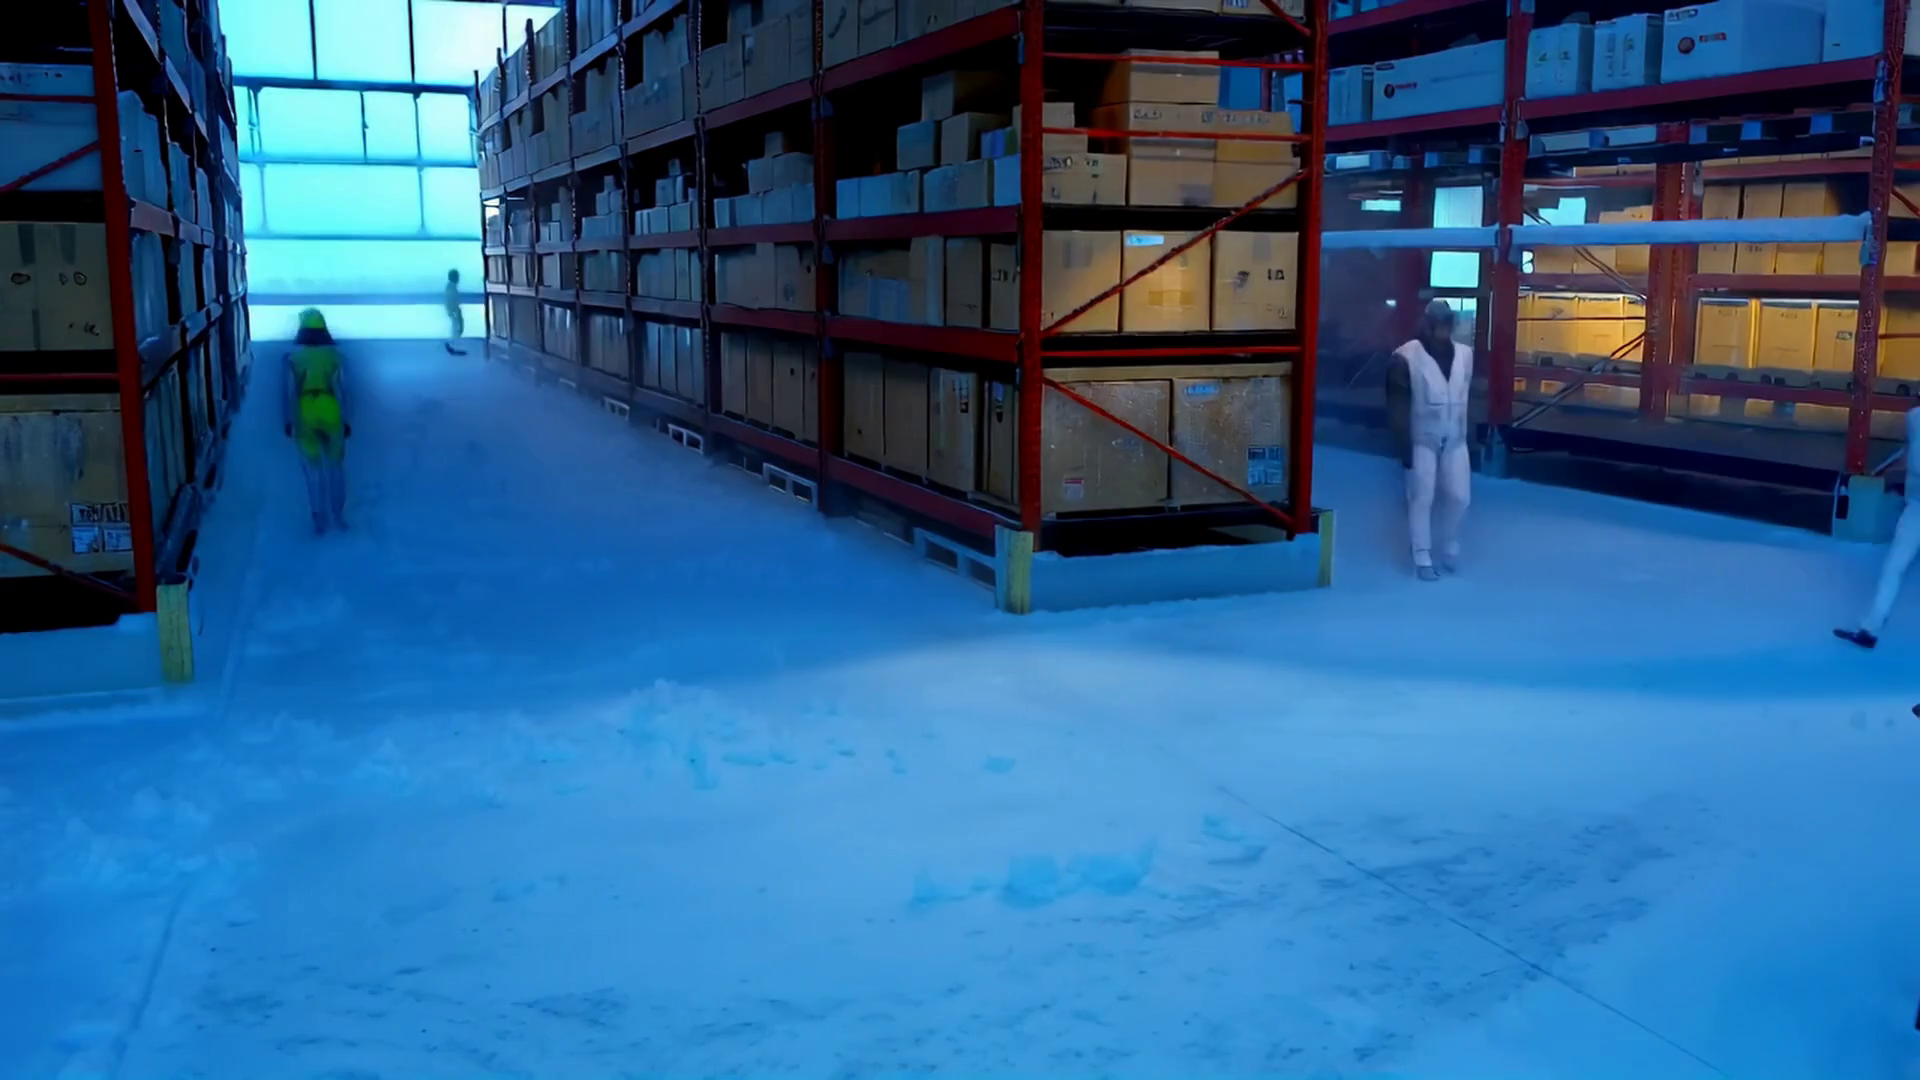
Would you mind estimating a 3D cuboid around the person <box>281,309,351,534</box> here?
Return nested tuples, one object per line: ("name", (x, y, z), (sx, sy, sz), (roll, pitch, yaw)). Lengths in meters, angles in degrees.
("person", (-5.000, -0.928, 12.937), (0.492, 1.710, 0.842), (-4, 10, -25))

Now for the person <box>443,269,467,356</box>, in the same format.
("person", (-11.204, -5.042, 36.911), (0.425, 1.927, 0.654), (-4, 10, -23))

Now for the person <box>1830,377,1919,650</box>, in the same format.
("person", (5.027, -0.169, 8.686), (0.818, 1.589, 0.526), (-2, 10, -14))

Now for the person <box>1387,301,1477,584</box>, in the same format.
("person", (3.079, -0.632, 10.820), (0.647, 1.822, 0.428), (-2, 10, -12))

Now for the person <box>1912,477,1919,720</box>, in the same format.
("person", (4.580, -0.094, 7.375), (0.647, 1.898, 0.398), (1, 10, 8))
